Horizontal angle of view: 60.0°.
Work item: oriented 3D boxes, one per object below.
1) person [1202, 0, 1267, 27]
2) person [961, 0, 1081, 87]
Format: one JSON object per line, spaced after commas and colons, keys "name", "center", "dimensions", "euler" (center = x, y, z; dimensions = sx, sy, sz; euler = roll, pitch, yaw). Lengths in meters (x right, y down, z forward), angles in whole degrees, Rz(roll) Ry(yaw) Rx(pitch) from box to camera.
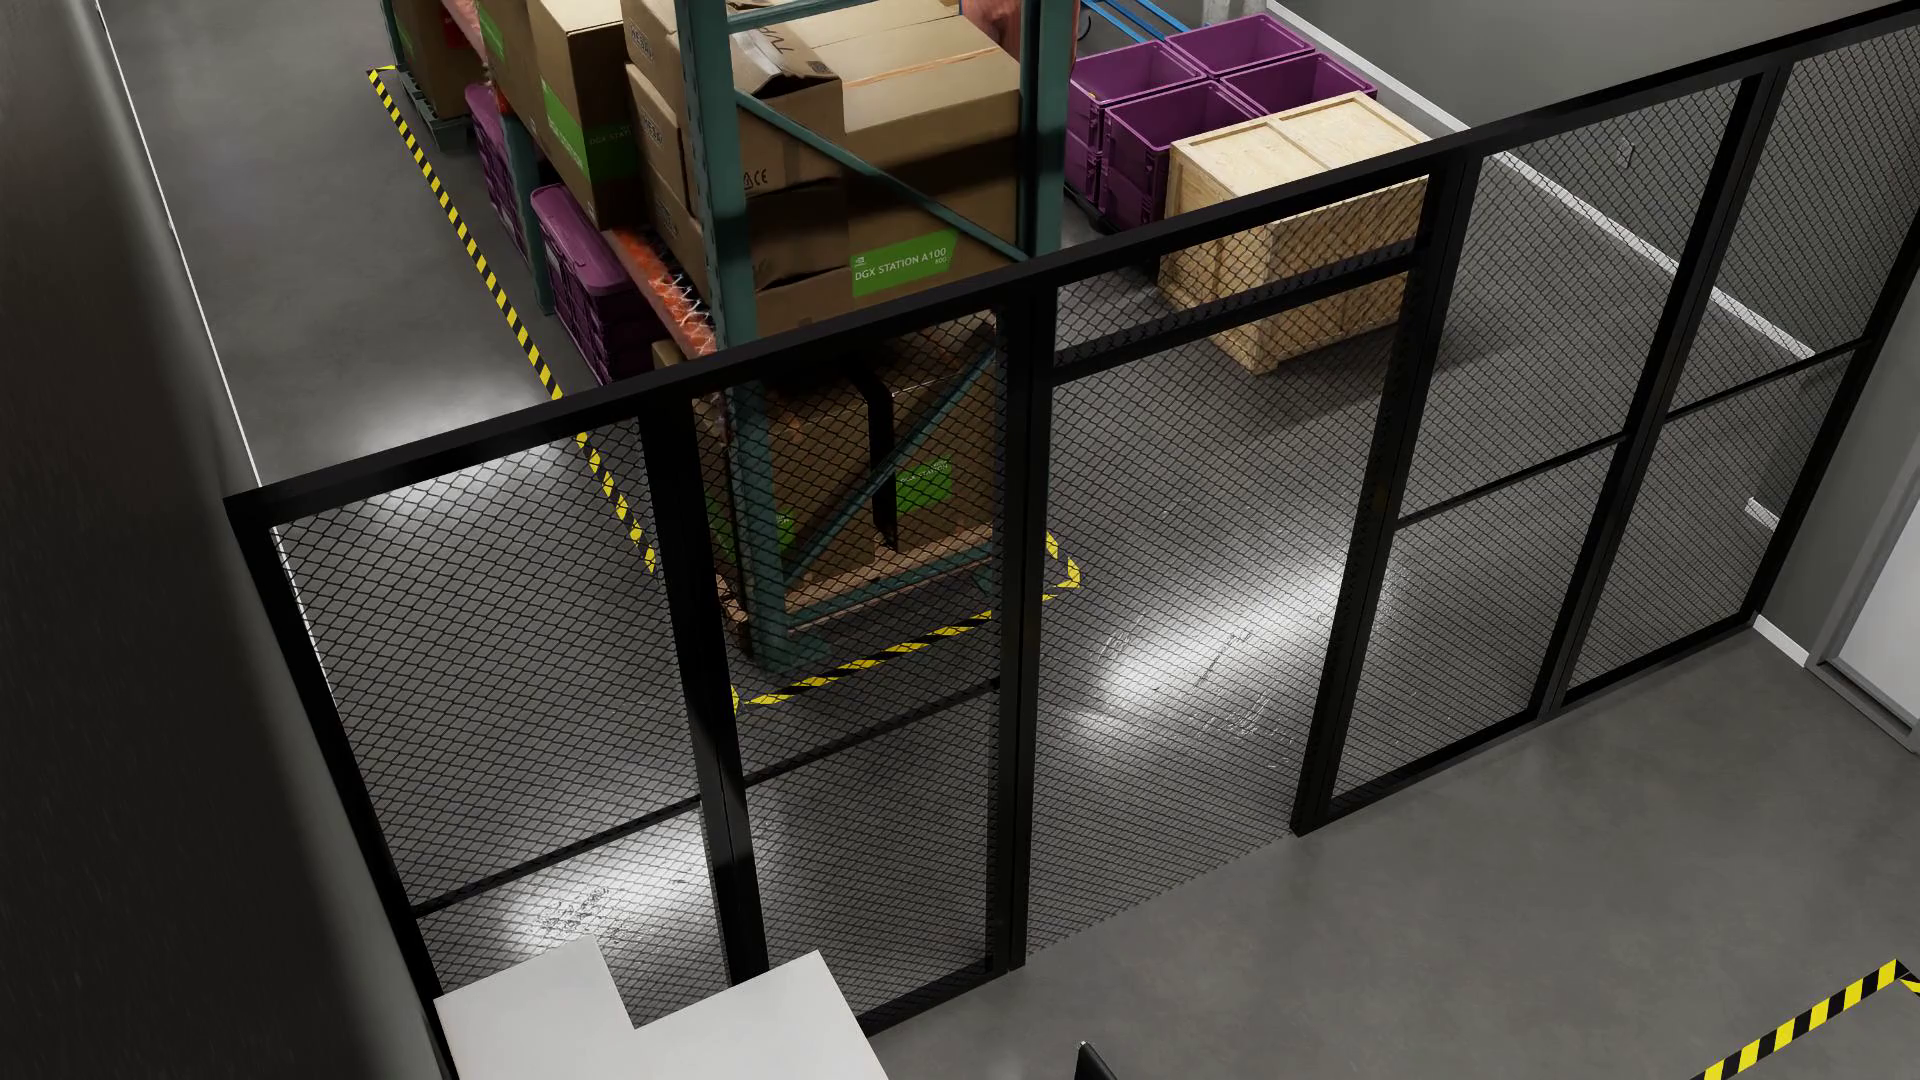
{"name": "person", "center": [1.442, -3.274, 8.604], "dimensions": [0.600, 1.831, 0.404], "euler": [-18, 45, -19]}
{"name": "person", "center": [0.225, -1.808, 6.889], "dimensions": [0.611, 1.986, 0.388], "euler": [-32, 51, -30]}
